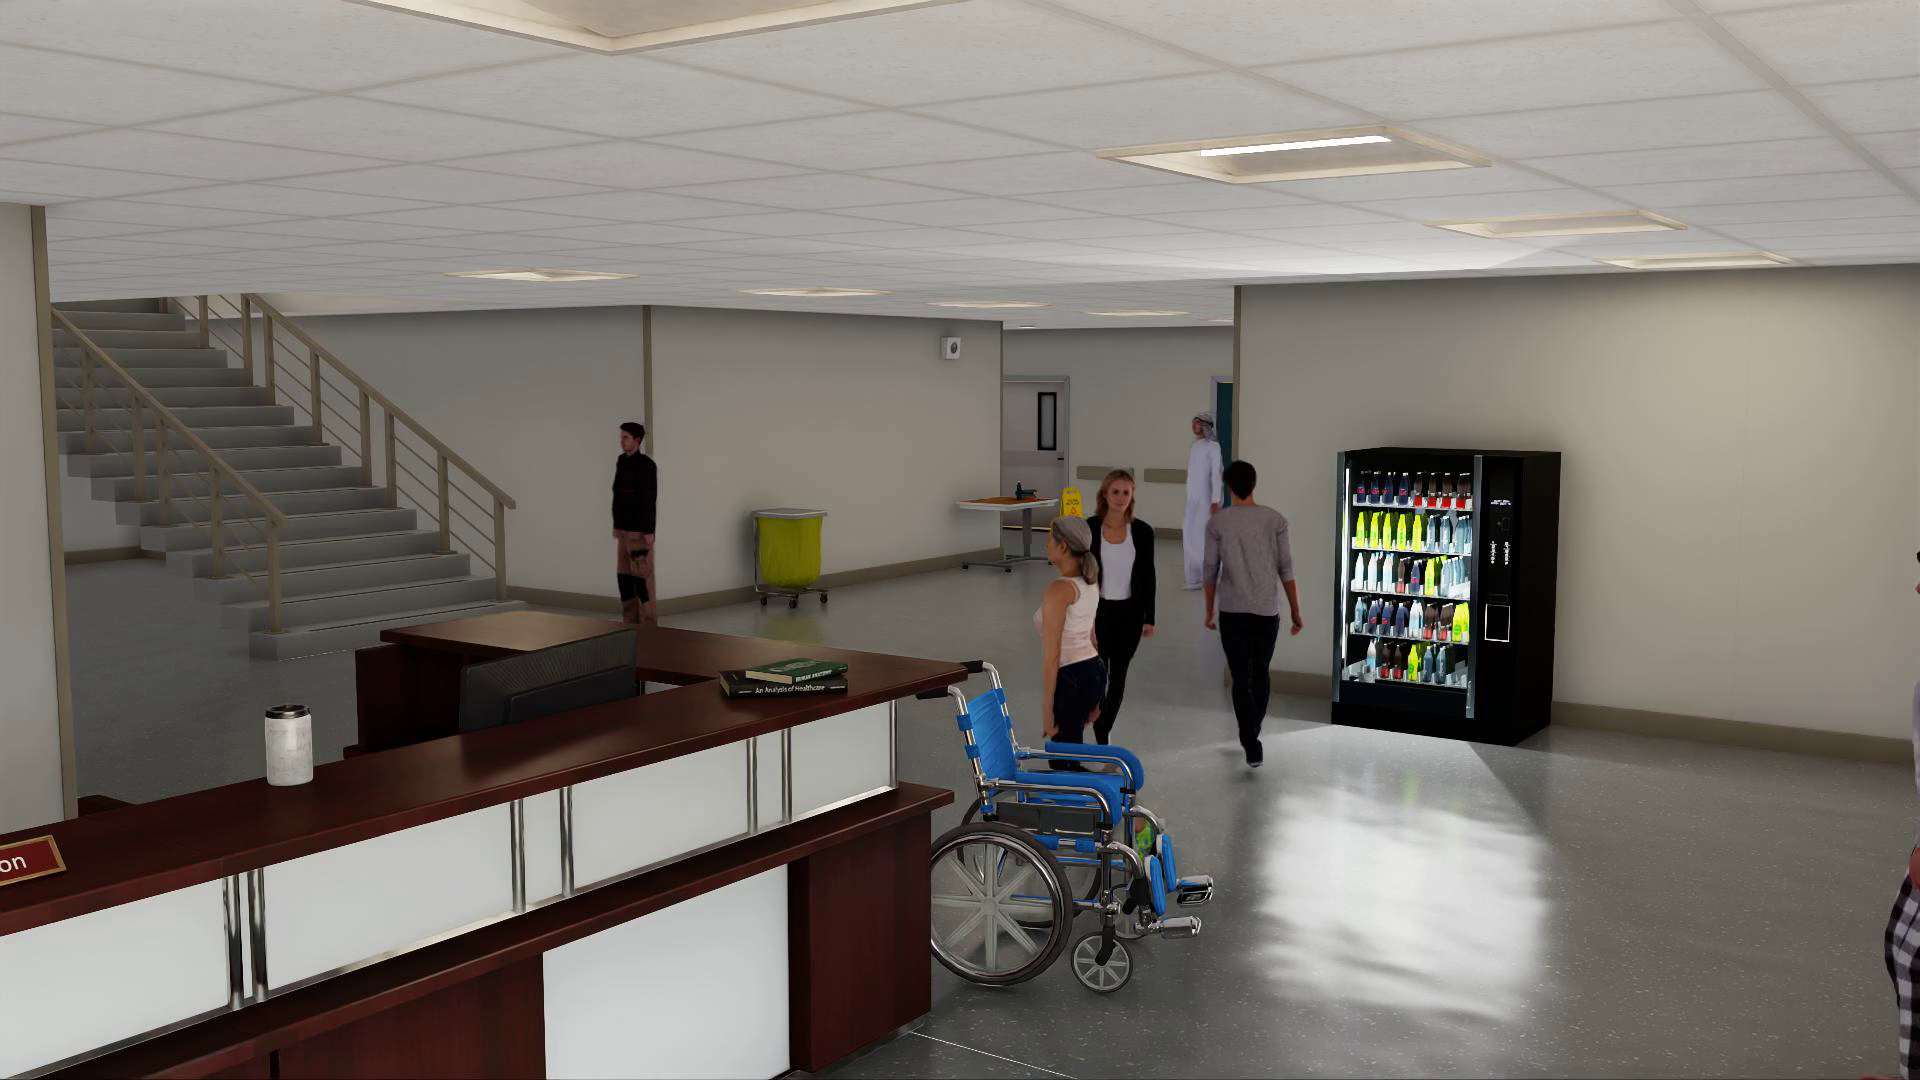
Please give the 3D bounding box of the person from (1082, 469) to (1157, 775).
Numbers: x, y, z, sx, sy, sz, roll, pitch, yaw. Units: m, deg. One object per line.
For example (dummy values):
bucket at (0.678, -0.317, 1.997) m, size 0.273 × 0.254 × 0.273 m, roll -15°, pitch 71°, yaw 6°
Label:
person at (0.887, 0.502, 9.755) m, size 1.187 × 1.743 × 1.168 m, roll 0°, pitch 6°, yaw -3°

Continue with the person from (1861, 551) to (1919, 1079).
person at (3.226, 0.925, 5.153) m, size 0.781 × 1.822 × 0.972 m, roll -6°, pitch 8°, yaw -44°

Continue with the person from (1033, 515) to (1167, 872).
person at (0.606, 0.742, 7.668) m, size 1.030 × 1.682 × 0.652 m, roll 3°, pitch 7°, yaw 30°

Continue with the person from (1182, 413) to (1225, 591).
person at (2.691, -0.410, 17.965) m, size 0.974 × 1.913 × 0.943 m, roll -2°, pitch 6°, yaw -22°

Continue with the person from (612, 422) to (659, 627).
person at (-2.851, -0.079, 14.621) m, size 0.797 × 1.924 × 0.606 m, roll -5°, pitch 8°, yaw -43°

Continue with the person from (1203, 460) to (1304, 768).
person at (1.718, 0.473, 9.853) m, size 1.233 × 1.782 × 1.214 m, roll 0°, pitch 6°, yaw 1°
